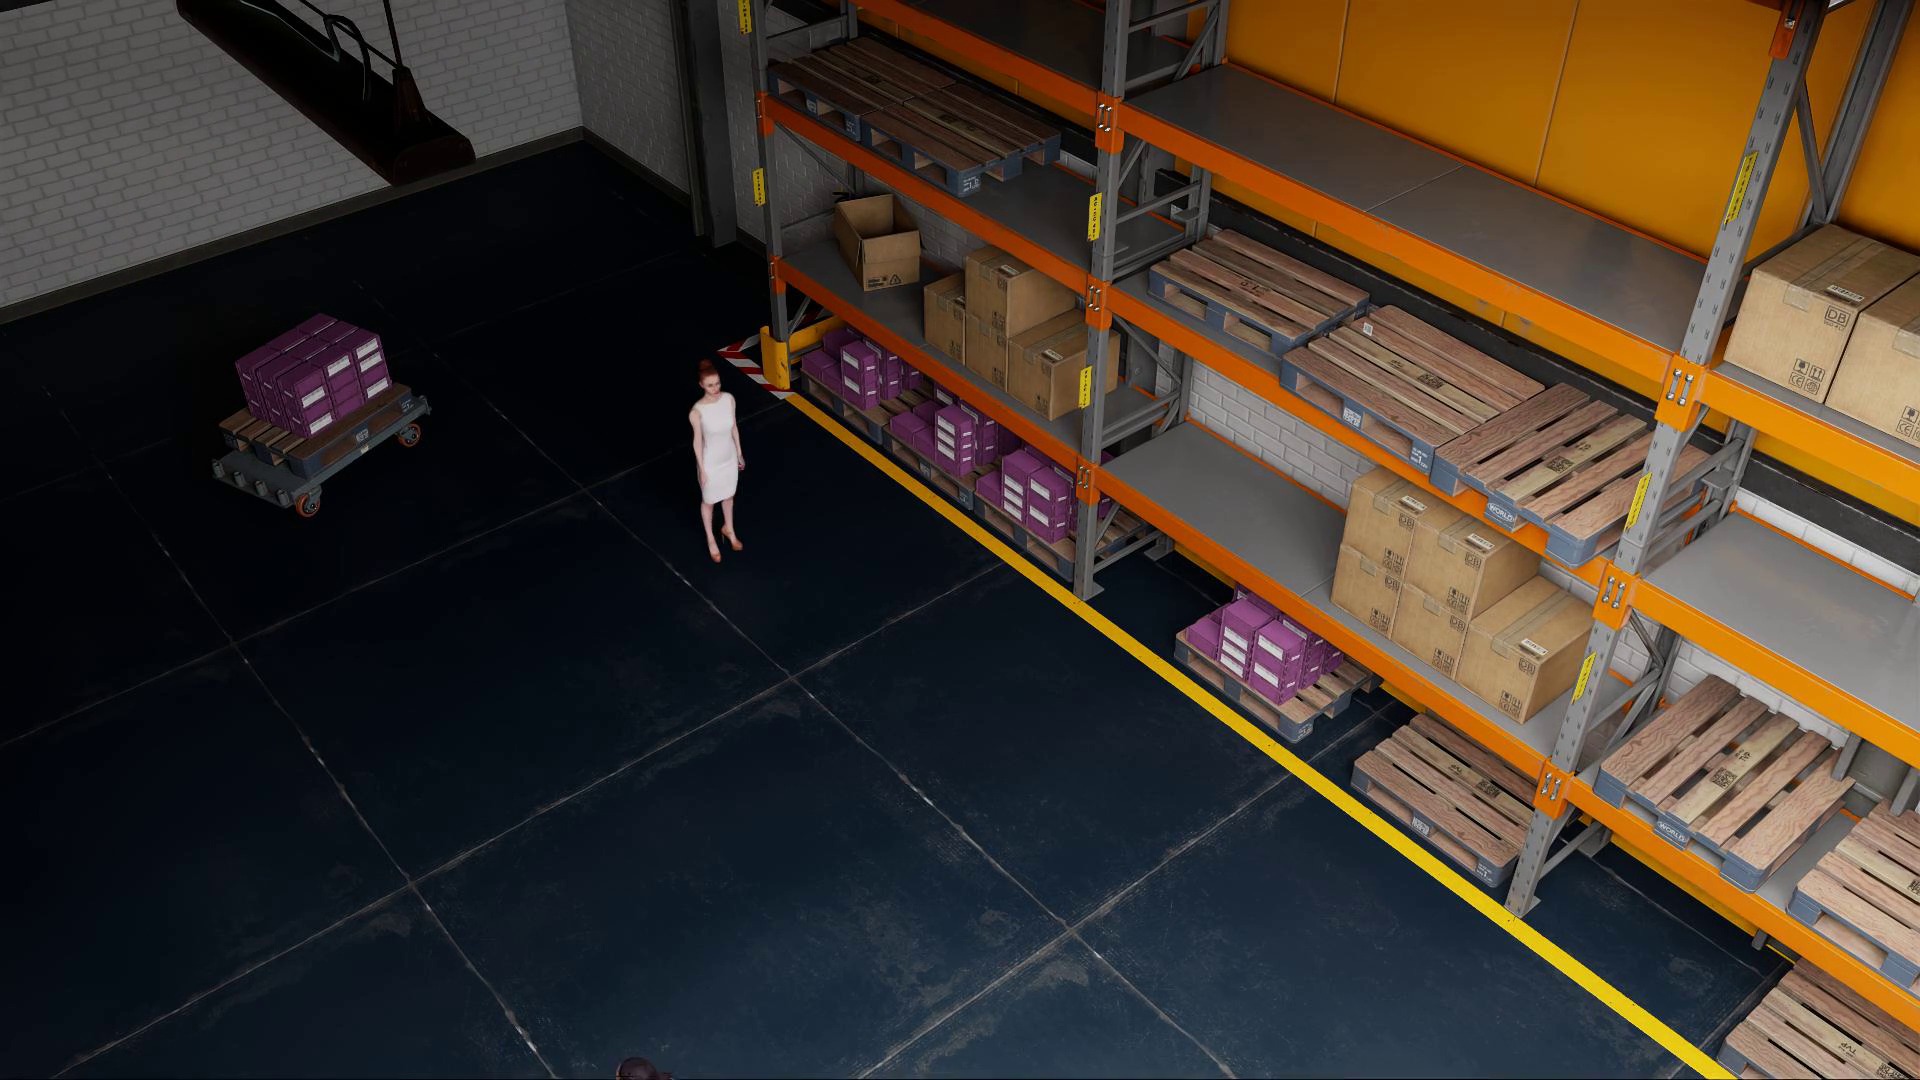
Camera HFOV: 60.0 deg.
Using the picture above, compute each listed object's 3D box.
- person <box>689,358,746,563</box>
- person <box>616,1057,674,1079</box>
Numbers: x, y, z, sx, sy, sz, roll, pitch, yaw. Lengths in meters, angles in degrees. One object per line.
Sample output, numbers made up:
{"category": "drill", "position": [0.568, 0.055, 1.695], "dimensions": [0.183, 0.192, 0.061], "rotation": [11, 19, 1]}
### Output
{"category": "person", "position": [-1.866, -0.602, 12.793], "dimensions": [0.572, 1.791, 0.481], "rotation": [-28, 47, -31]}
{"category": "person", "position": [-1.387, 3.132, 8.153], "dimensions": [0.902, 1.745, 0.735], "rotation": [24, 44, 27]}
